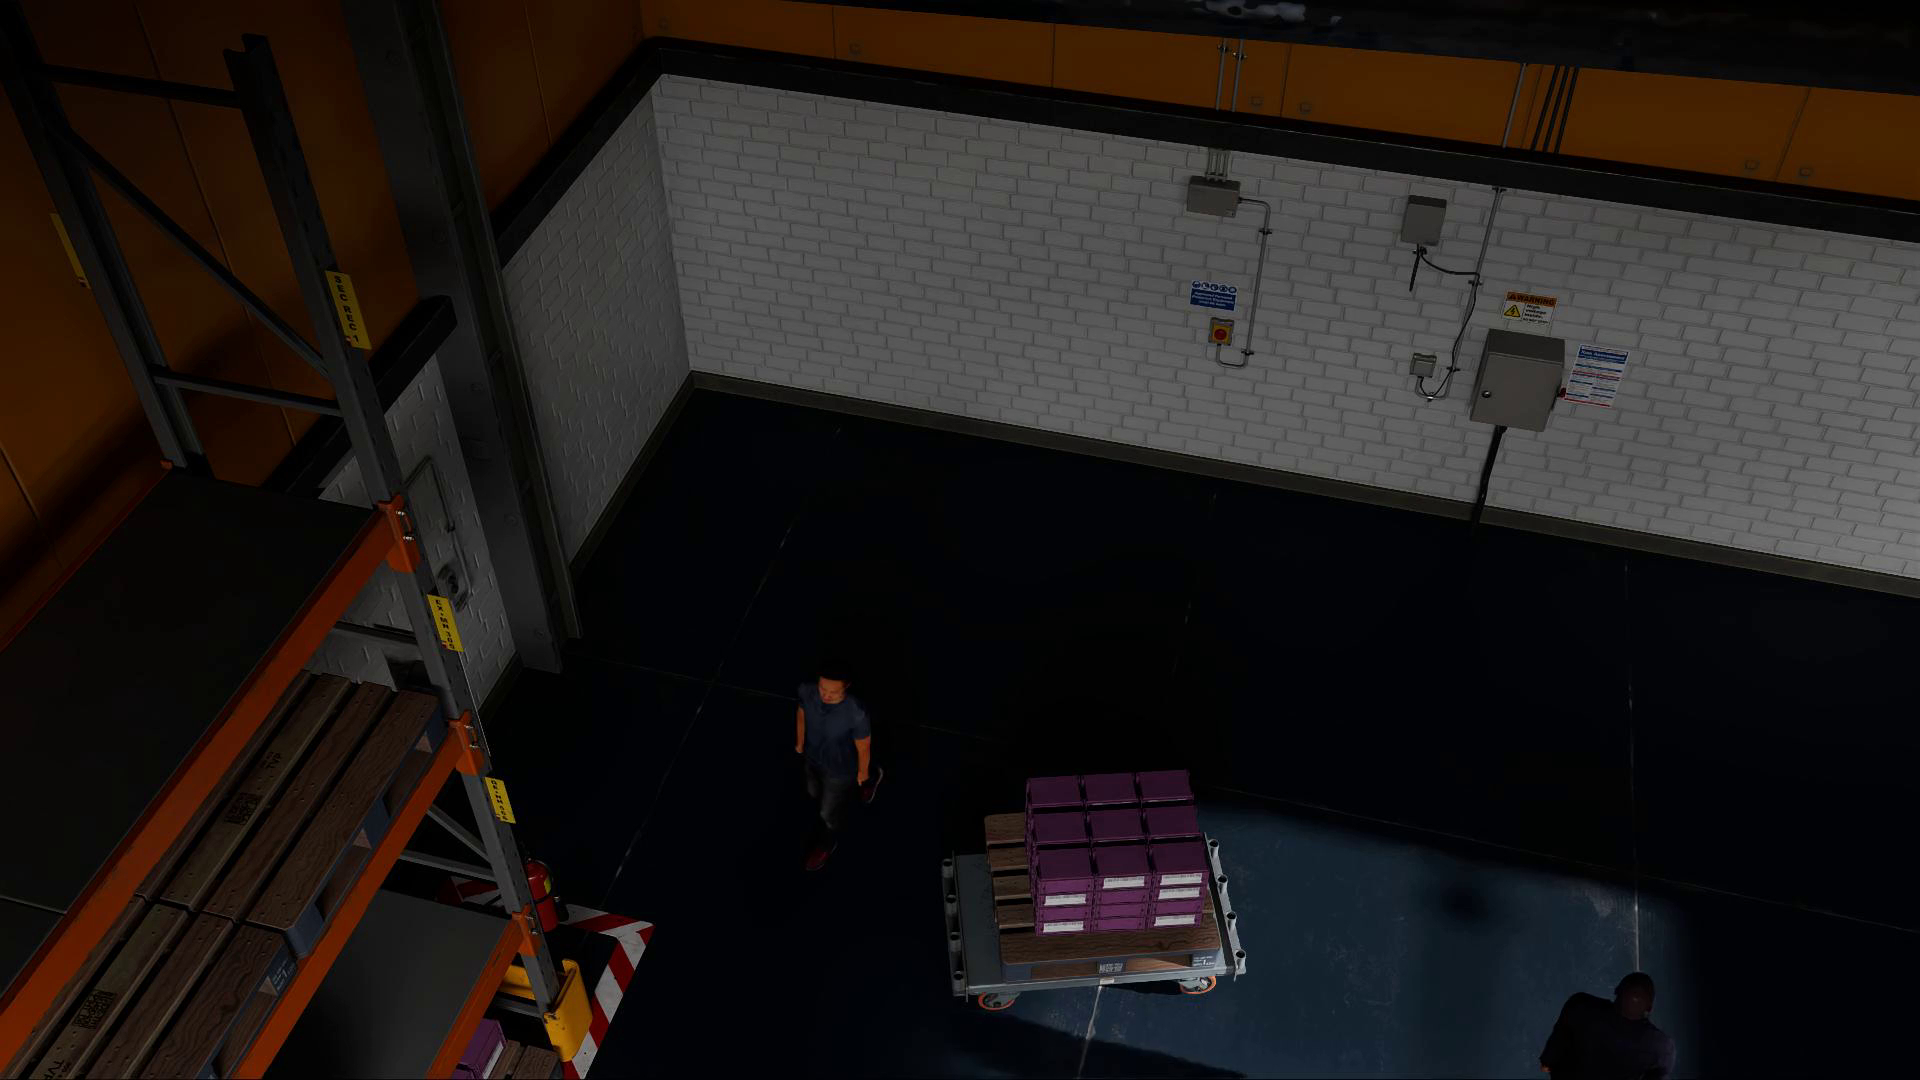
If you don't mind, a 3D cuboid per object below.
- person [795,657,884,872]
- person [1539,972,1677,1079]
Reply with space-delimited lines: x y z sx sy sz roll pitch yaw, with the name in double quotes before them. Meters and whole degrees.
"person" -0.680 1.214 9.705 0.921 1.779 1.076 31 52 29
"person" 3.055 2.719 8.104 0.871 1.809 0.976 26 49 24
